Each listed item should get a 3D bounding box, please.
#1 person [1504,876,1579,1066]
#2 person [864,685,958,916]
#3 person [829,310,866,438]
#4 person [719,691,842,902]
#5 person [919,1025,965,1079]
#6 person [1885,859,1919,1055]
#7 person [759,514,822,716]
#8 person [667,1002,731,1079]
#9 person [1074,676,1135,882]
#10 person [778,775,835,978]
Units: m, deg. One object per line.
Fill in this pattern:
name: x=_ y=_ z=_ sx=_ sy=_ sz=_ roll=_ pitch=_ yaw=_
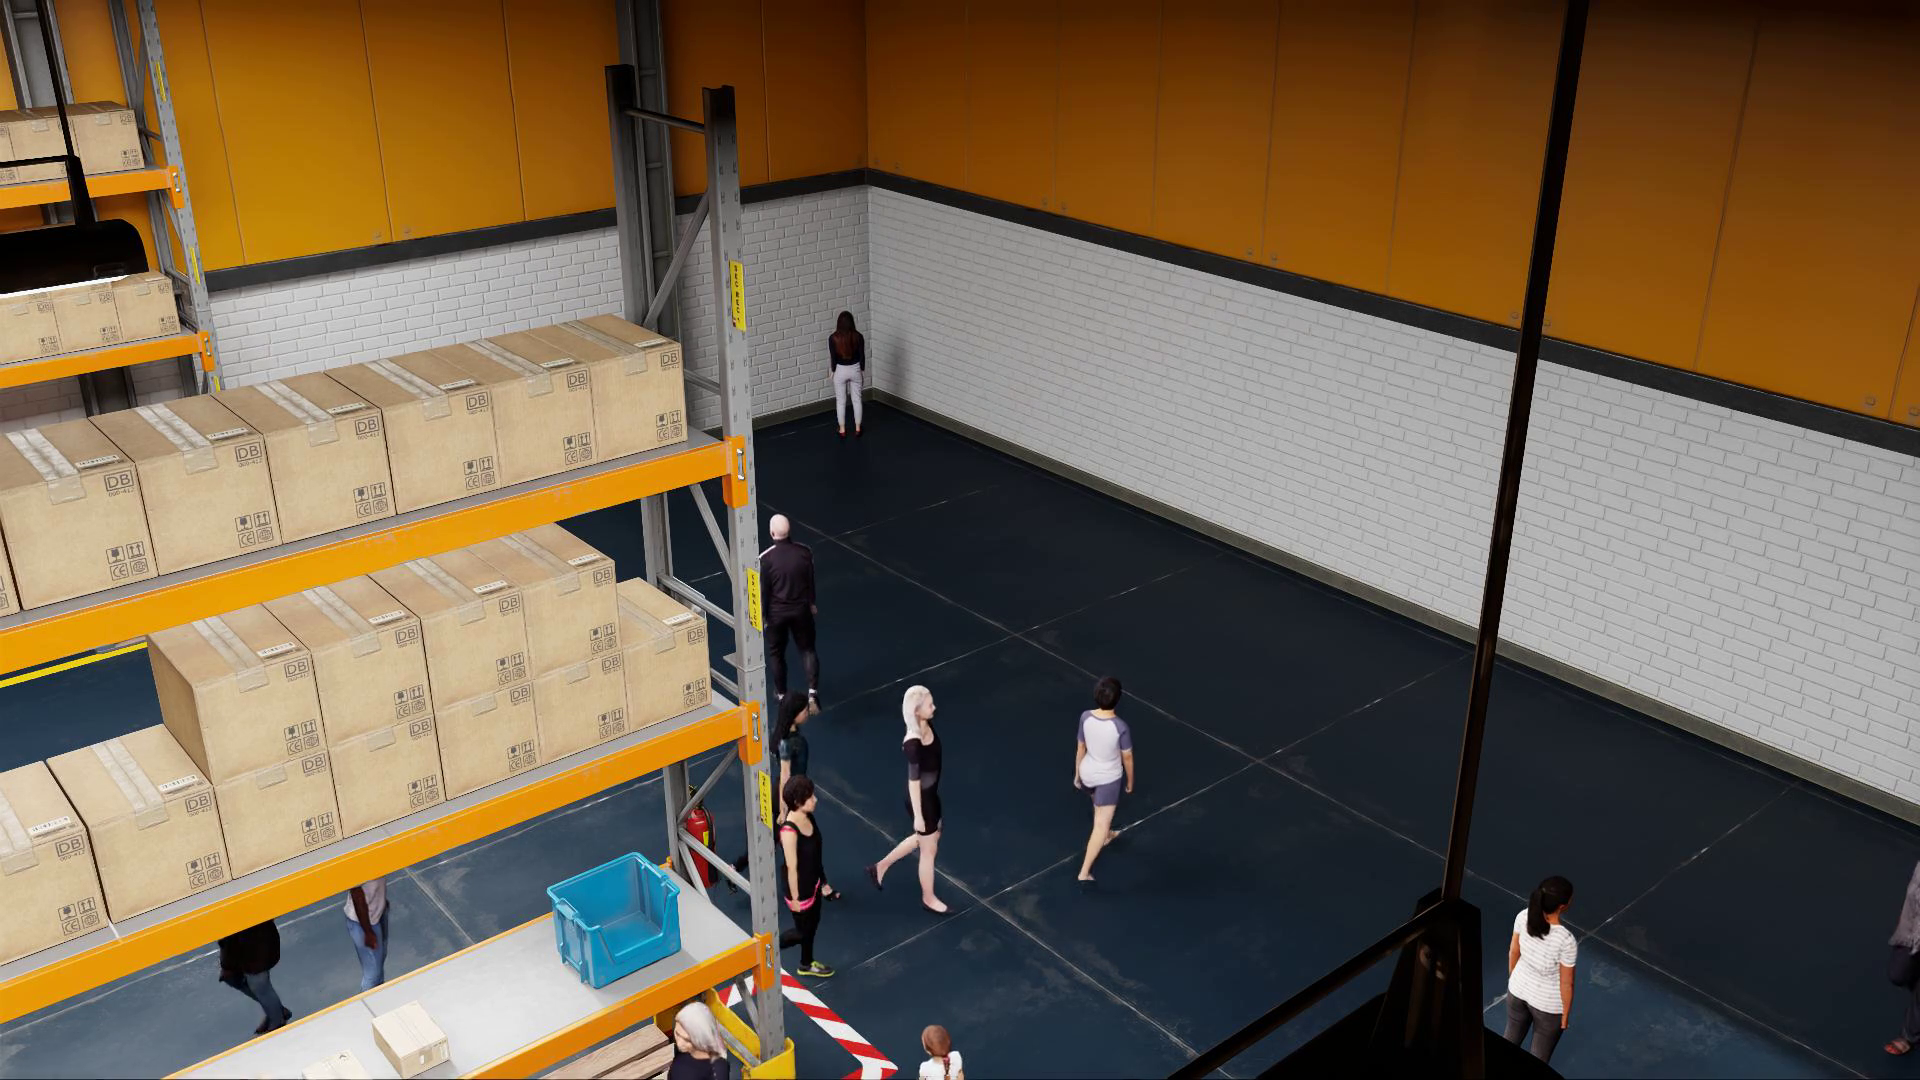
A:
person: x=3.364 y=2.660 z=9.694 sx=0.550 sy=1.646 sz=0.590 roll=-15 pitch=28 yaw=-31
person: x=-0.343 y=1.803 z=11.438 sx=0.977 sy=1.818 sz=0.913 roll=2 pitch=24 yaw=4
person: x=-1.384 y=-2.059 z=20.542 sx=0.642 sy=1.604 sz=0.744 roll=-4 pitch=24 yaw=-8
person: x=-1.267 y=1.818 z=11.555 sx=1.156 sy=1.698 sz=0.993 roll=-2 pitch=24 yaw=-5
person: x=-0.079 y=3.183 z=9.312 sx=0.705 sy=0.993 sz=0.578 roll=-12 pitch=26 yaw=-25
person: x=6.071 y=2.432 z=10.277 sx=0.876 sy=1.596 sz=0.730 roll=-12 pitch=26 yaw=-25
person: x=-1.413 y=0.671 z=14.030 sx=1.033 sy=1.817 sz=0.961 roll=-8 pitch=25 yaw=-18
person: x=-1.239 y=3.085 z=8.668 sx=1.229 sy=1.688 sz=0.687 roll=-15 pitch=28 yaw=-31
person: x=0.995 y=1.735 z=11.959 sx=0.759 sy=1.526 sz=1.091 roll=15 pitch=28 yaw=31
person: x=-1.110 y=2.222 z=10.828 sx=0.824 sy=1.539 sz=0.778 roll=4 pitch=24 yaw=9
